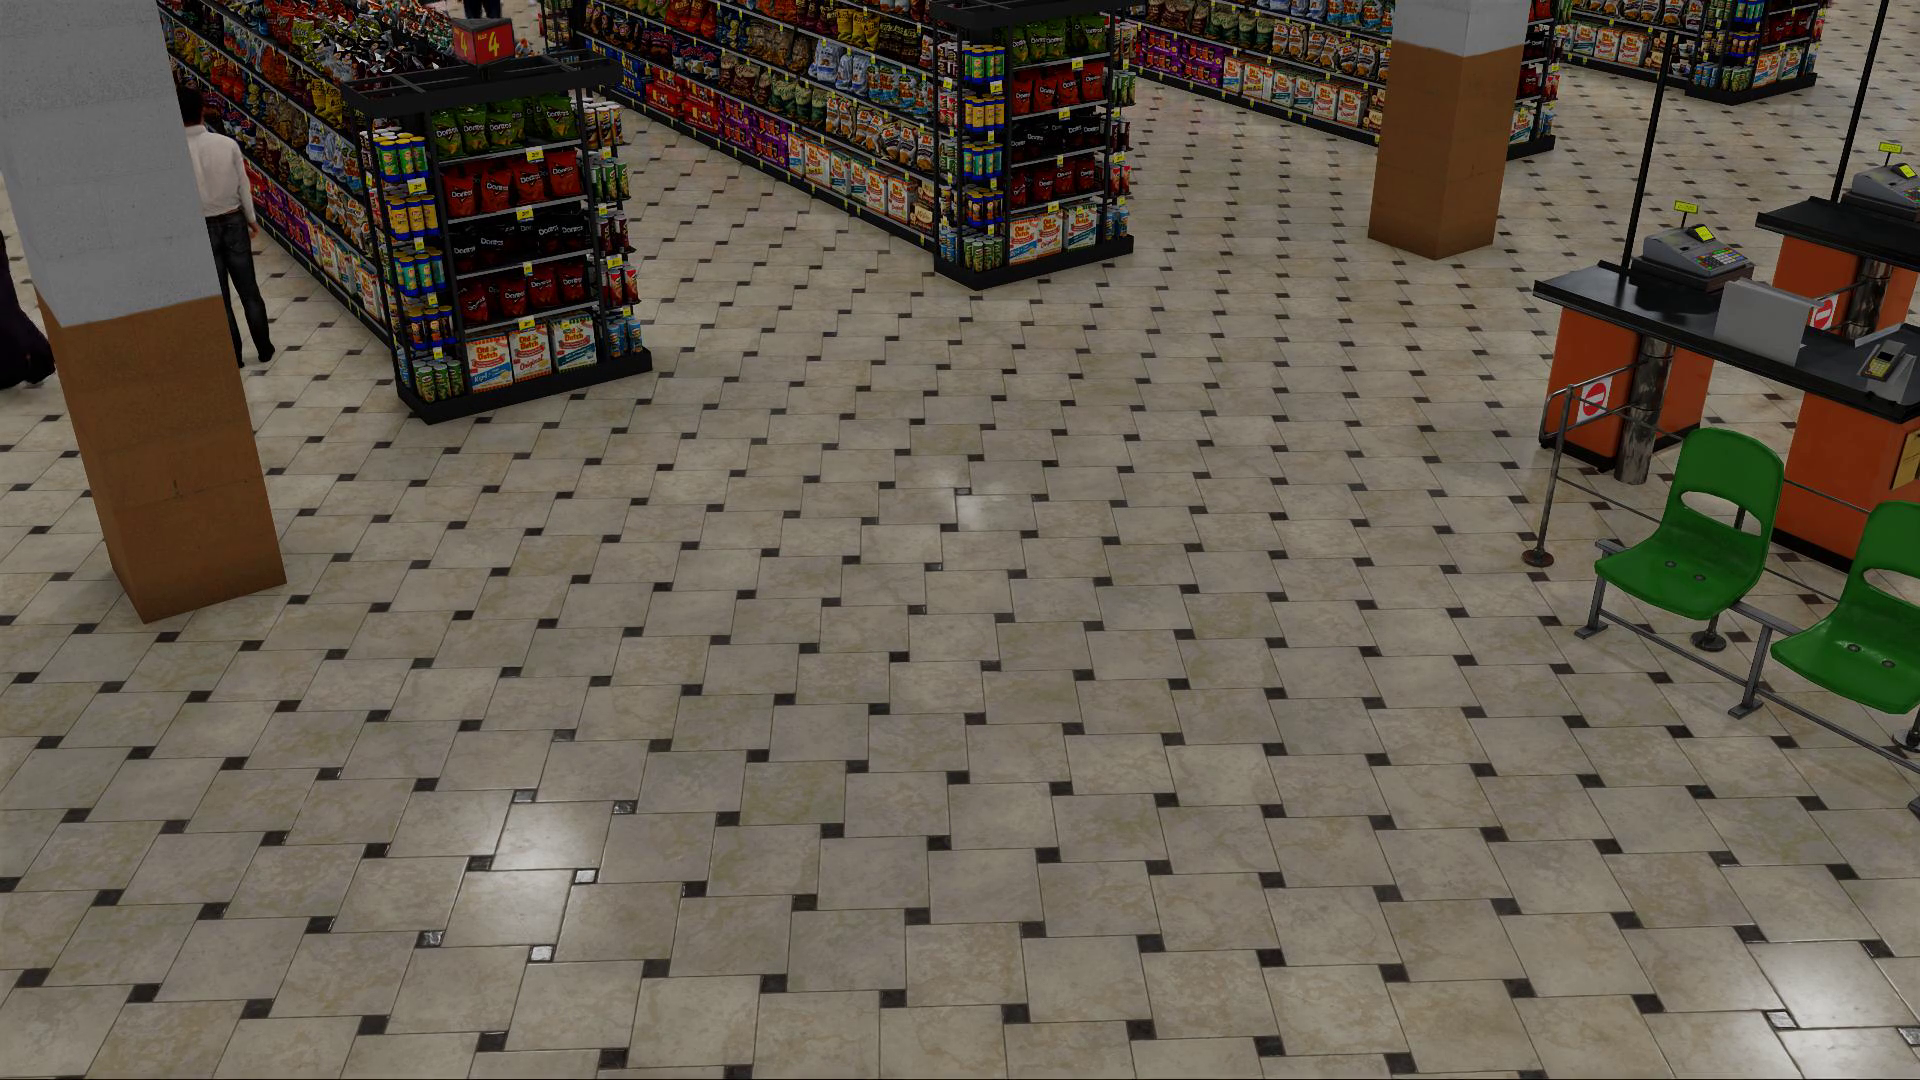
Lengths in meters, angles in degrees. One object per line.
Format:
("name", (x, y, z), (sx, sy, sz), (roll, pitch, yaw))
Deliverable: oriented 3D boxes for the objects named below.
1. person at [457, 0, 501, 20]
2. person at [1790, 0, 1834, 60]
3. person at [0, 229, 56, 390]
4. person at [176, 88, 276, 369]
("person", (-5.121, -5.889, 17.787), (0.816, 1.857, 0.822), (-1, 29, -2))
("person", (9.429, -6.068, 18.563), (0.795, 1.426, 1.011), (-7, 29, -13))
("person", (-6.050, -1.663, 10.317), (1.000, 1.596, 0.814), (16, 32, 27))
("person", (-4.777, -1.995, 10.707), (0.668, 1.806, 0.550), (-17, 33, -28))
